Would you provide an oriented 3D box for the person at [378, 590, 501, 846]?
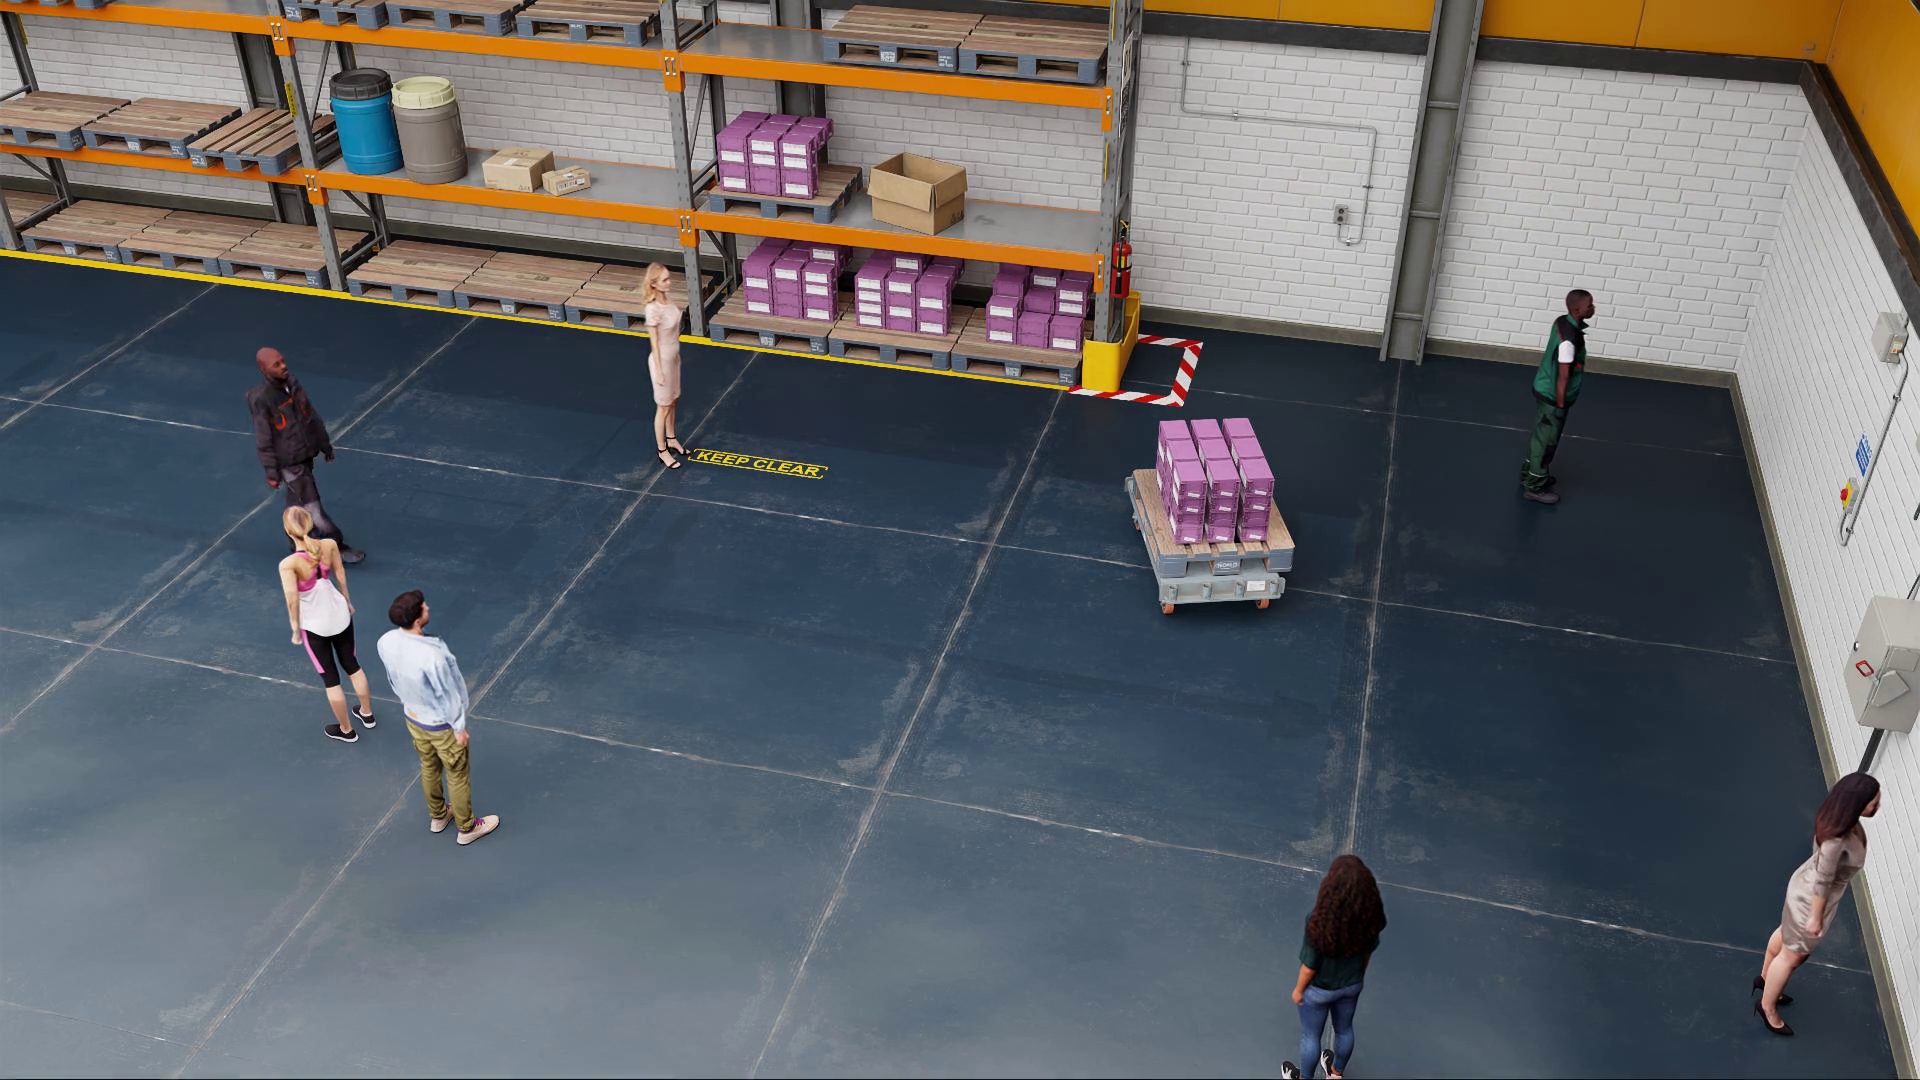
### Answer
[{"bbox_3d":[-3.186,1.075,10.066,0.611,1.812,0.796,19,38,26],"label":"person"}]

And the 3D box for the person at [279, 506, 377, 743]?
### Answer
[{"bbox_3d":[-4.150,0.549,10.878,0.628,1.787,0.676,20,38,27],"label":"person"}]

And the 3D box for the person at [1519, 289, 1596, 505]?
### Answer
[{"bbox_3d":[4.811,-1.181,13.435,0.597,1.839,0.681,8,34,11],"label":"person"}]

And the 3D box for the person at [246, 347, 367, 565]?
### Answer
[{"bbox_3d":[-5.173,-0.659,12.679,0.975,1.806,0.716,8,34,11],"label":"person"}]

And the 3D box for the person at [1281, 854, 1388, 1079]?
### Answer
[{"bbox_3d":[1.901,2.239,8.490,0.682,1.617,0.767,-9,35,-13],"label":"person"}]

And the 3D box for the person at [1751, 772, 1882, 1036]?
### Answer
[{"bbox_3d":[4.544,1.912,8.864,0.567,1.746,0.627,15,36,21],"label":"person"}]

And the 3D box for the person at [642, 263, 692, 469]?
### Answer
[{"bbox_3d":[-2.464,-1.470,13.877,0.491,1.829,0.568,8,34,12],"label":"person"}]
